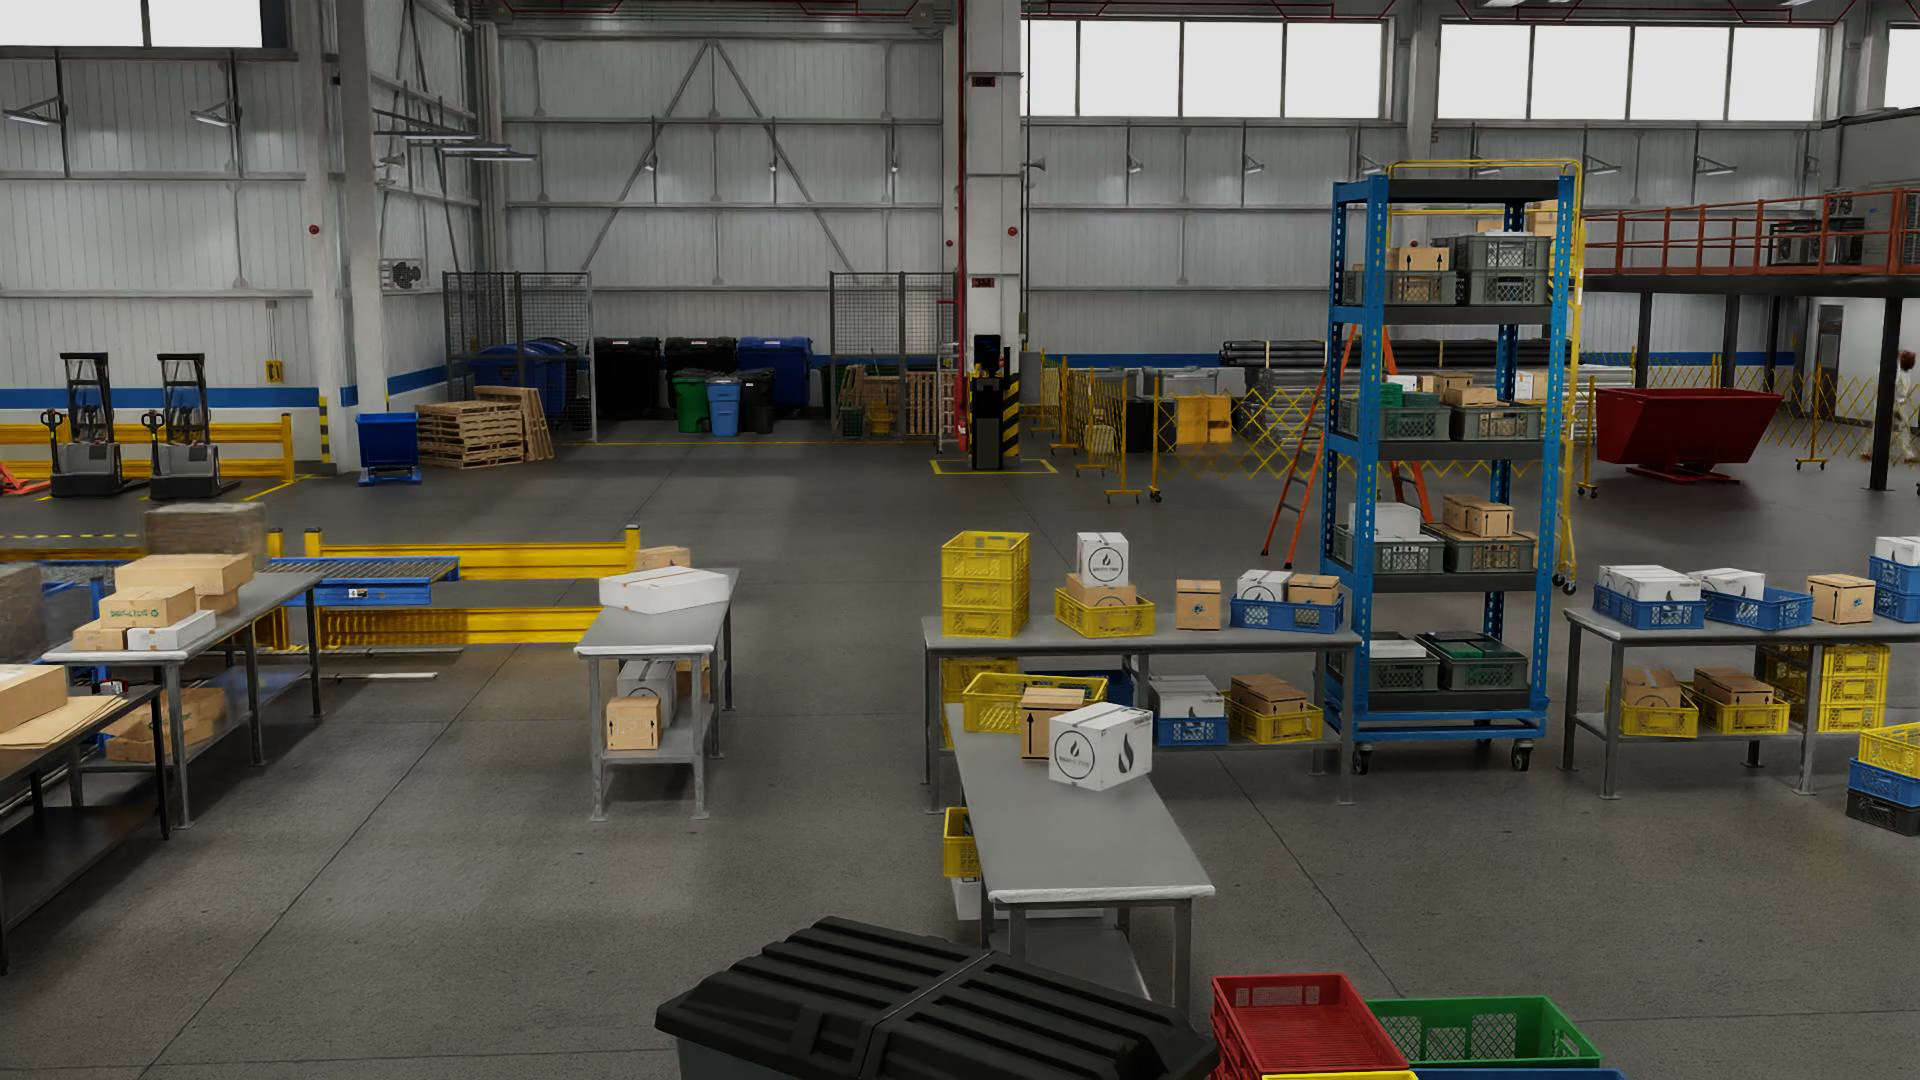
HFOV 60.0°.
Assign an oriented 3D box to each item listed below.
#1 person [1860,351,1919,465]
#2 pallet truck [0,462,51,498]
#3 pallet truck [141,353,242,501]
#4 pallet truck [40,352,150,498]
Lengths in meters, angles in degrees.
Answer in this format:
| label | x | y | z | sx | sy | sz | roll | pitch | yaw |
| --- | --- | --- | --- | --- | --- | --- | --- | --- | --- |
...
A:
| label | x | y | z | sx | sy | sz | roll | pitch | yaw |
| --- | --- | --- | --- | --- | --- | --- | --- | --- | --- |
| person | 15.055 | -2.134 | 26.813 | 0.558 | 1.834 | 0.952 | -6 | 11 | -34 |
| pallet truck | -13.193 | -1.293 | 23.148 | 0.653 | 1.274 | 1.630 | -1 | 9 | -4 |
| pallet truck | -10.520 | -1.604 | 22.925 | 0.823 | 1.965 | 1.885 | -1 | 9 | -6 |
| pallet truck | -11.907 | -1.642 | 23.165 | 0.823 | 1.965 | 1.885 | 0 | 9 | 0 |
